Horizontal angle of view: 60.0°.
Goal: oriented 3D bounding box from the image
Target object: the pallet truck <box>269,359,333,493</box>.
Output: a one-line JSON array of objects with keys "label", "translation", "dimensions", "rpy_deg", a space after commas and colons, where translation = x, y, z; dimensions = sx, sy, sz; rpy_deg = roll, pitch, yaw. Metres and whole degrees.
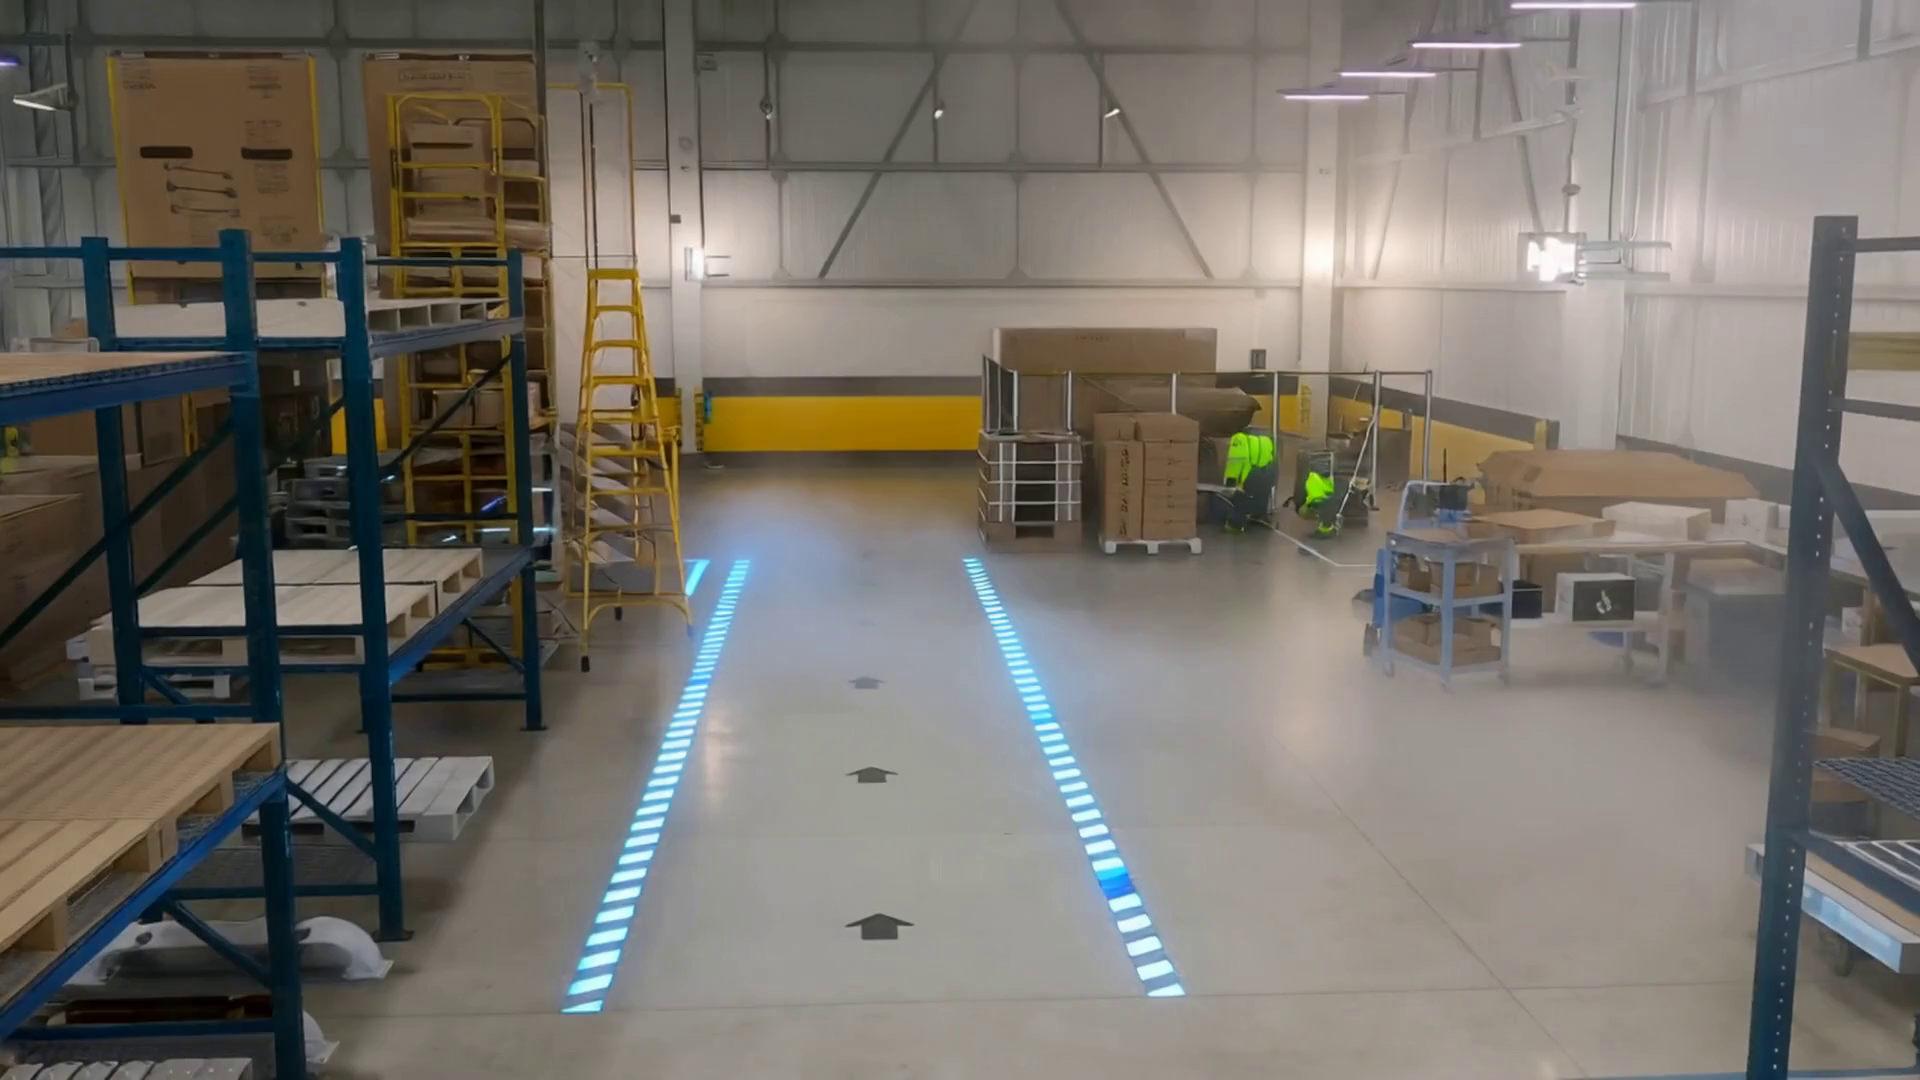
[{"label": "pallet truck", "translation": [-7.062, -1.131, 18.996], "dimensions": [1.885, 1.965, 0.823], "rpy_deg": [2, 9, 13]}]
